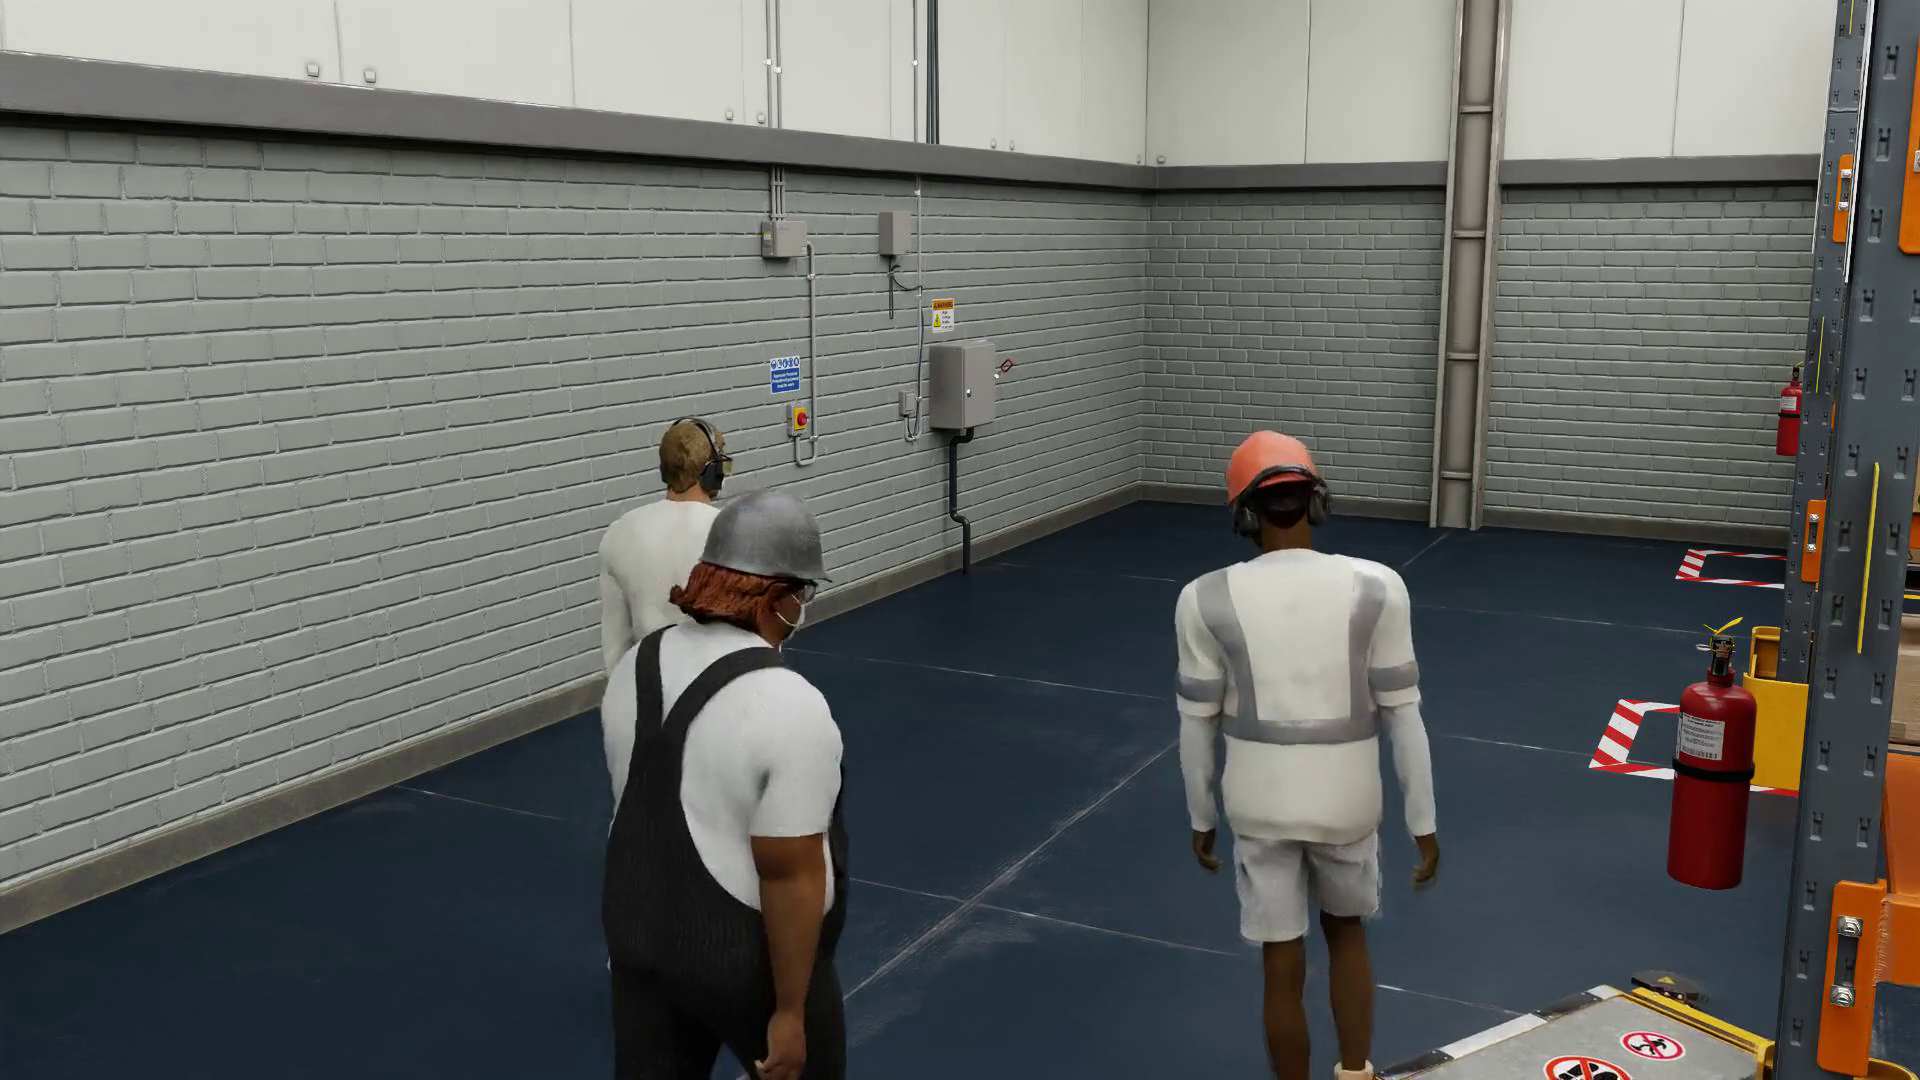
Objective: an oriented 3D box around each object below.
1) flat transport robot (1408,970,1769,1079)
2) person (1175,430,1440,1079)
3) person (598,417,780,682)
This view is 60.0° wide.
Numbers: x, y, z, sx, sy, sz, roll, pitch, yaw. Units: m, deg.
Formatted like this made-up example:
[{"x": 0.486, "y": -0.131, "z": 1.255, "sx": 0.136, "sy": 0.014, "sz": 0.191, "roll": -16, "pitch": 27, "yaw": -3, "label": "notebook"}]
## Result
[{"x": 1.783, "y": 1.550, "z": 4.620, "sx": 1.431, "sy": 0.197, "sz": 0.652, "roll": -7, "pitch": 12, "yaw": -33, "label": "flat transport robot"}, {"x": 0.912, "y": 0.717, "z": 4.458, "sx": 0.691, "sy": 1.994, "sz": 0.546, "roll": 1, "pitch": 10, "yaw": 6, "label": "person"}, {"x": -0.870, "y": 0.566, "z": 5.435, "sx": 0.629, "sy": 1.939, "sz": 0.372, "roll": 4, "pitch": 11, "yaw": 22, "label": "person"}]
